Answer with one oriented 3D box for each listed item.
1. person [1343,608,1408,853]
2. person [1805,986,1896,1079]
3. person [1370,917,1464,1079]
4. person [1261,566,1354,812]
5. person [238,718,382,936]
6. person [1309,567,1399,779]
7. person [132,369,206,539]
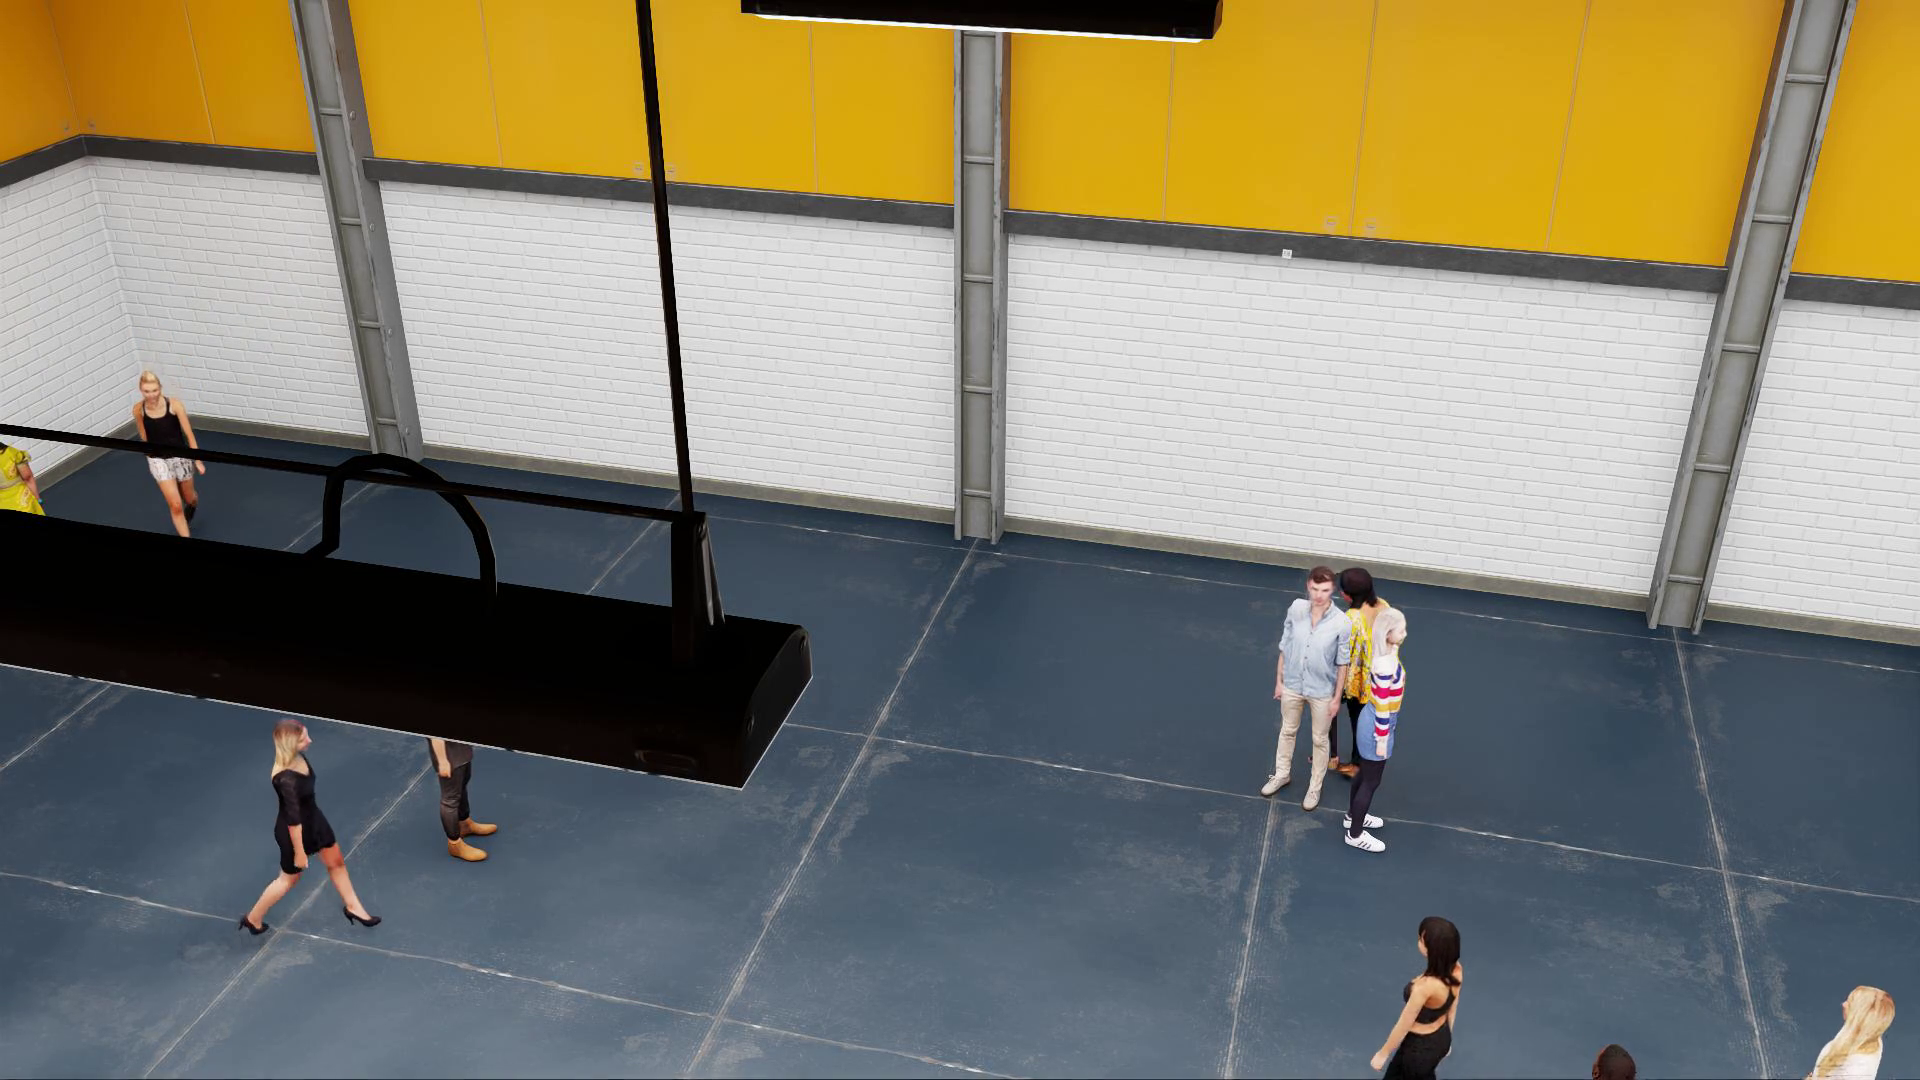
[{"bbox_3d":[2.770,1.234,11.059,0.514,1.809,0.663,5,29,10],"label":"person"},{"bbox_3d":[4.288,2.892,8.035,0.876,1.793,0.766,21,35,33],"label":"person"},{"bbox_3d":[2.466,2.693,8.599,1.148,1.602,0.903,24,37,37],"label":"person"},{"bbox_3d":[2.415,0.997,11.452,0.595,1.847,0.775,17,33,29],"label":"person"},{"bbox_3d":[-4.133,1.809,10.187,1.156,1.633,0.908,-7,29,-12],"label":"person"},{"bbox_3d":[2.851,0.997,11.689,0.879,1.620,0.928,-25,38,-38],"label":"person"},{"bbox_3d":[-6.954,-0.720,14.654,1.161,1.795,1.113,-10,30,-17],"label":"person"}]
